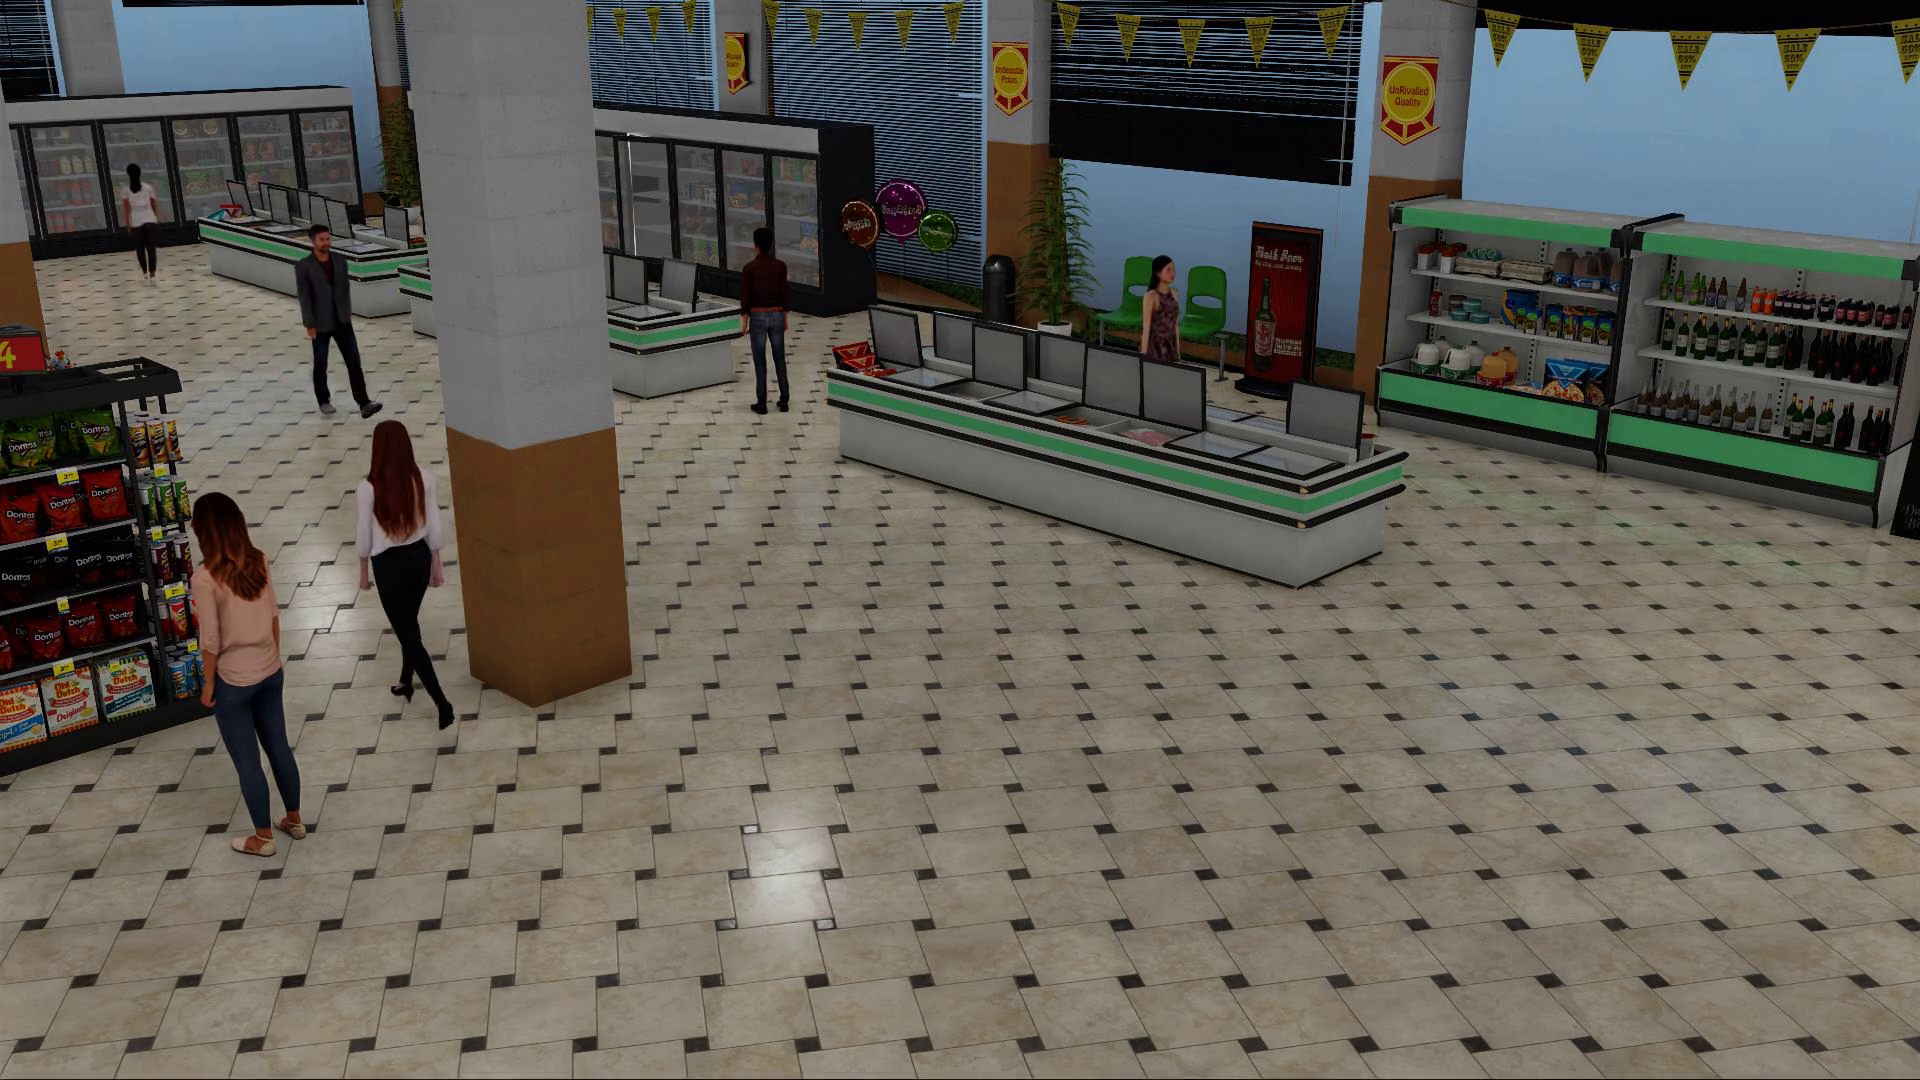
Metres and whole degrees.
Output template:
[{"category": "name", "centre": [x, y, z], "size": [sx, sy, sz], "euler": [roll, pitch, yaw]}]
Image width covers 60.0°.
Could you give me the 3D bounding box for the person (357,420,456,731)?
[{"category": "person", "centre": [-3.019, 0.239, 9.138], "size": [0.627, 1.722, 1.140], "euler": [-17, 25, -41]}]

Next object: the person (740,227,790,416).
[{"category": "person", "centre": [-1.852, -2.109, 16.017], "size": [0.696, 1.777, 0.631], "euler": [-9, 21, -25]}]

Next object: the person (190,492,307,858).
[{"category": "person", "centre": [-3.369, 0.637, 7.850], "size": [0.612, 1.790, 0.653], "euler": [10, 21, 27]}]

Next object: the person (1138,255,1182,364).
[{"category": "person", "centre": [1.673, -1.607, 14.584], "size": [1.159, 1.740, 0.660], "euler": [15, 24, 37]}]

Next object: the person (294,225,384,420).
[{"category": "person", "centre": [-6.019, -2.049, 15.764], "size": [1.096, 1.824, 0.719], "euler": [17, 25, 41]}]

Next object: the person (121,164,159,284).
[{"category": "person", "centre": [-11.137, -4.275, 22.724], "size": [0.831, 1.595, 1.149], "euler": [-8, 20, -23]}]
